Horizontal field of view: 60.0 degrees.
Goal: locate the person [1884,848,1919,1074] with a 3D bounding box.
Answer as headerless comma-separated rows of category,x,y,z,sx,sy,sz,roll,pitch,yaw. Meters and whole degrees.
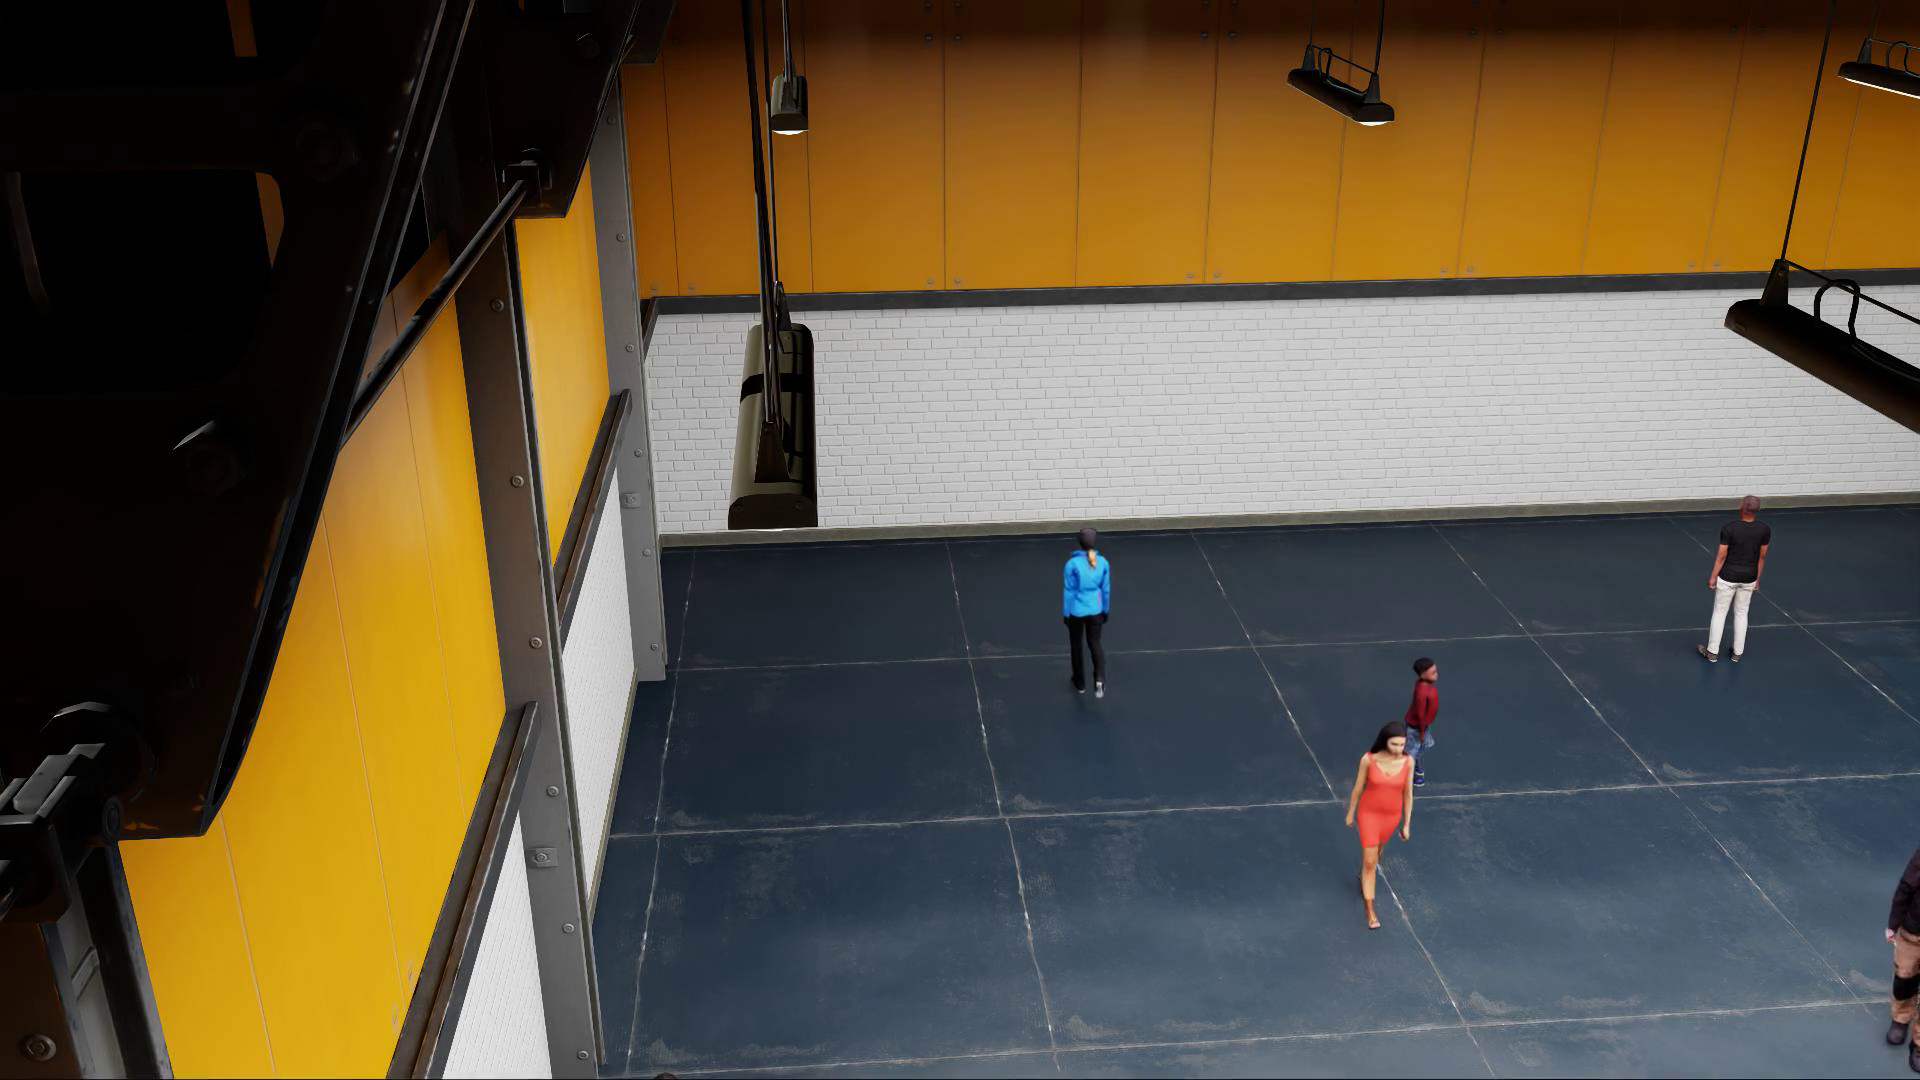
person,6.750,2.692,11.513,0.937,1.906,0.998,17,29,34

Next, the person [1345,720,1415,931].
person,3.286,2.141,13.076,0.652,1.664,1.119,0,24,0

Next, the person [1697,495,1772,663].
person,7.890,0.389,16.908,0.695,1.804,0.614,1,24,2

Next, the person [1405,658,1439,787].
person,4.038,1.602,14.831,0.642,1.246,0.544,9,25,19

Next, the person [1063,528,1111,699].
person,1.239,0.749,16.109,0.686,1.786,0.964,-5,24,-12
